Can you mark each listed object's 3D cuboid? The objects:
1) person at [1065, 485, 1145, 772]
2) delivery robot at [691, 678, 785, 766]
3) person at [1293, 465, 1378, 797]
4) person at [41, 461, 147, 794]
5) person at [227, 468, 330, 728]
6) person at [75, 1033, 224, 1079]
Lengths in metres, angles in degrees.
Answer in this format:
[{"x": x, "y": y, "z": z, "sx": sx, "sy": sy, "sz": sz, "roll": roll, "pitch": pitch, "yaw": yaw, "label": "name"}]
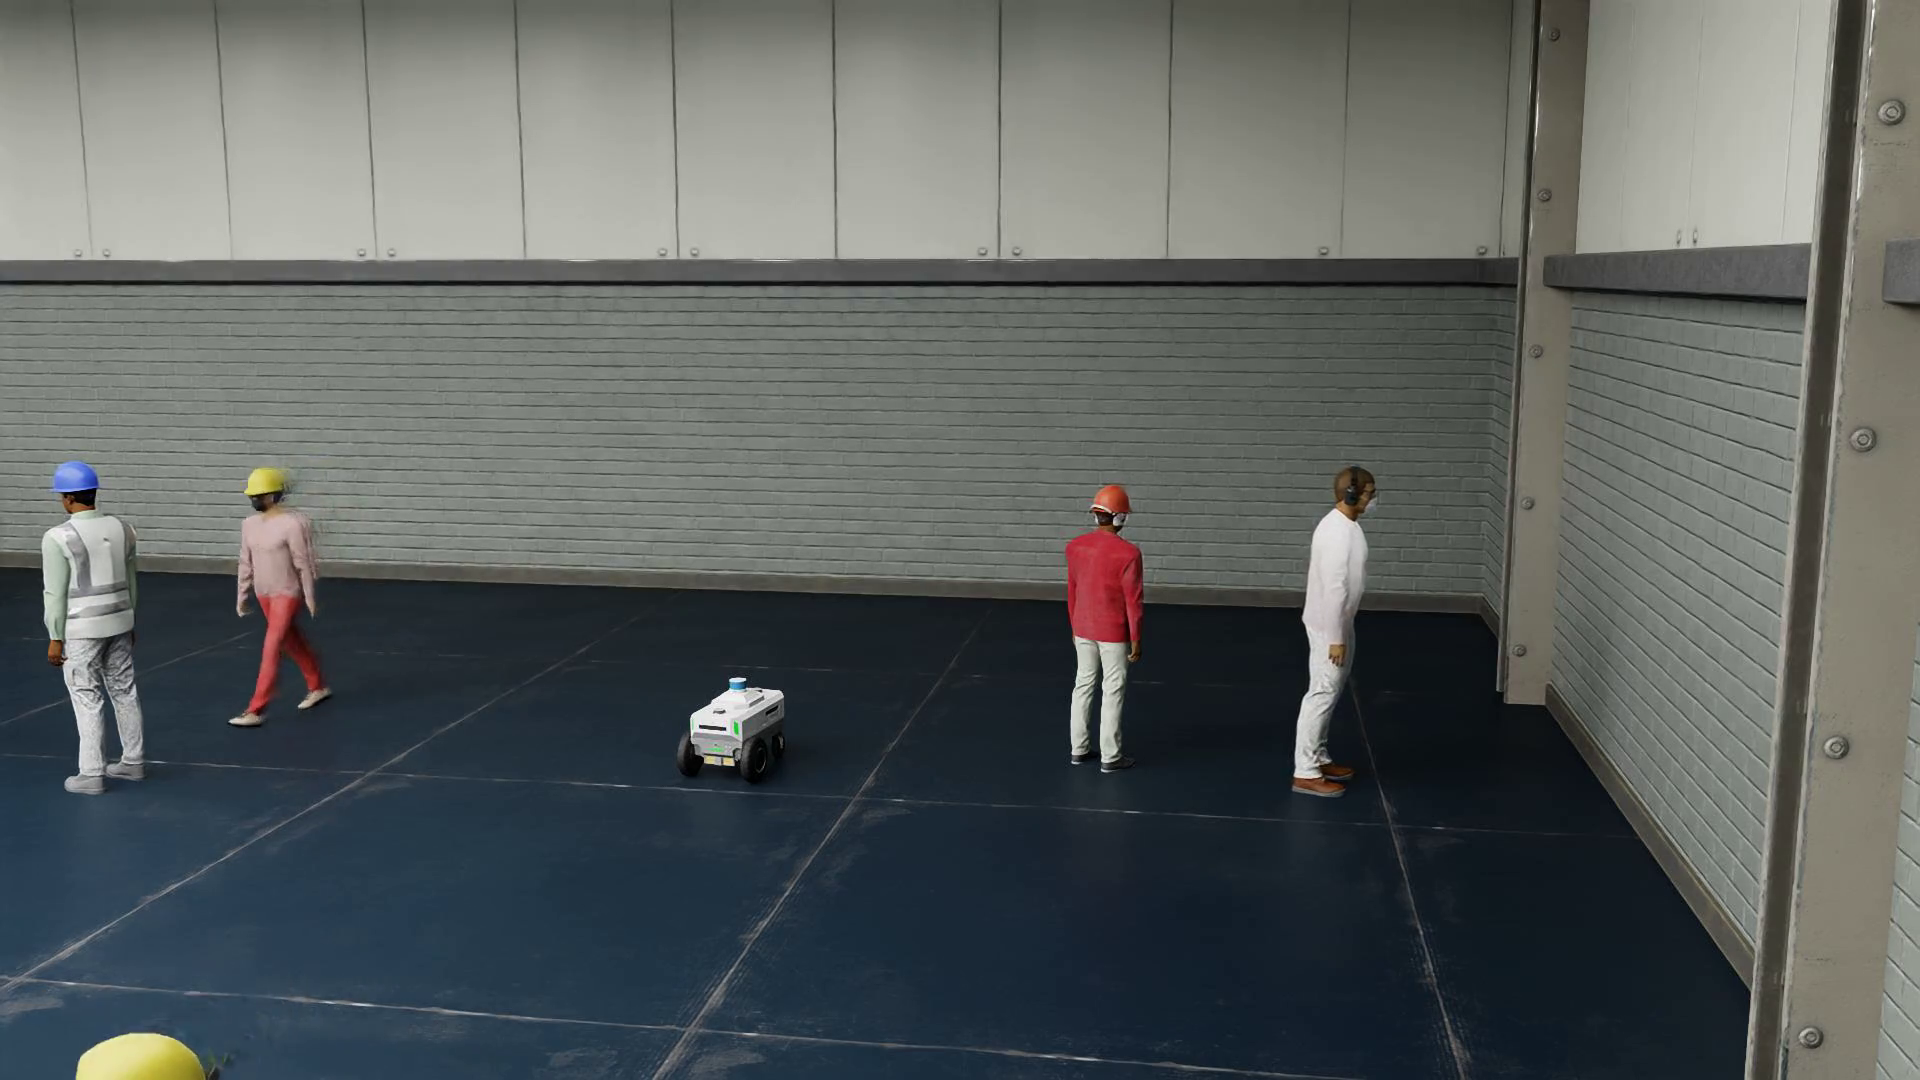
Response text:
[{"x": 0.901, "y": 0.531, "z": 10.141, "sx": 0.567, "sy": 1.743, "sz": 0.353, "roll": 9, "pitch": 13, "yaw": 42, "label": "person"}, {"x": -1.345, "y": 1.081, "z": 10.110, "sx": 0.477, "sy": 0.478, "sz": 0.707, "roll": 3, "pitch": 10, "yaw": 18, "label": "delivery robot"}, {"x": 2.197, "y": 0.519, "z": 9.689, "sx": 0.396, "sy": 1.926, "sz": 0.642, "roll": 3, "pitch": 10, "yaw": 20, "label": "person"}, {"x": -5.064, "y": 0.505, "z": 9.714, "sx": 0.417, "sy": 1.940, "sz": 0.600, "roll": 3, "pitch": 10, "yaw": 19, "label": "person"}, {"x": -4.620, "y": 0.367, "z": 11.212, "sx": 0.542, "sy": 1.715, "sz": 0.928, "roll": 4, "pitch": 10, "yaw": 25, "label": "person"}, {"x": -1.388, "y": 1.699, "z": 3.065, "sx": 0.506, "sy": 1.704, "sz": 0.871, "roll": 4, "pitch": 10, "yaw": 26, "label": "person"}]
